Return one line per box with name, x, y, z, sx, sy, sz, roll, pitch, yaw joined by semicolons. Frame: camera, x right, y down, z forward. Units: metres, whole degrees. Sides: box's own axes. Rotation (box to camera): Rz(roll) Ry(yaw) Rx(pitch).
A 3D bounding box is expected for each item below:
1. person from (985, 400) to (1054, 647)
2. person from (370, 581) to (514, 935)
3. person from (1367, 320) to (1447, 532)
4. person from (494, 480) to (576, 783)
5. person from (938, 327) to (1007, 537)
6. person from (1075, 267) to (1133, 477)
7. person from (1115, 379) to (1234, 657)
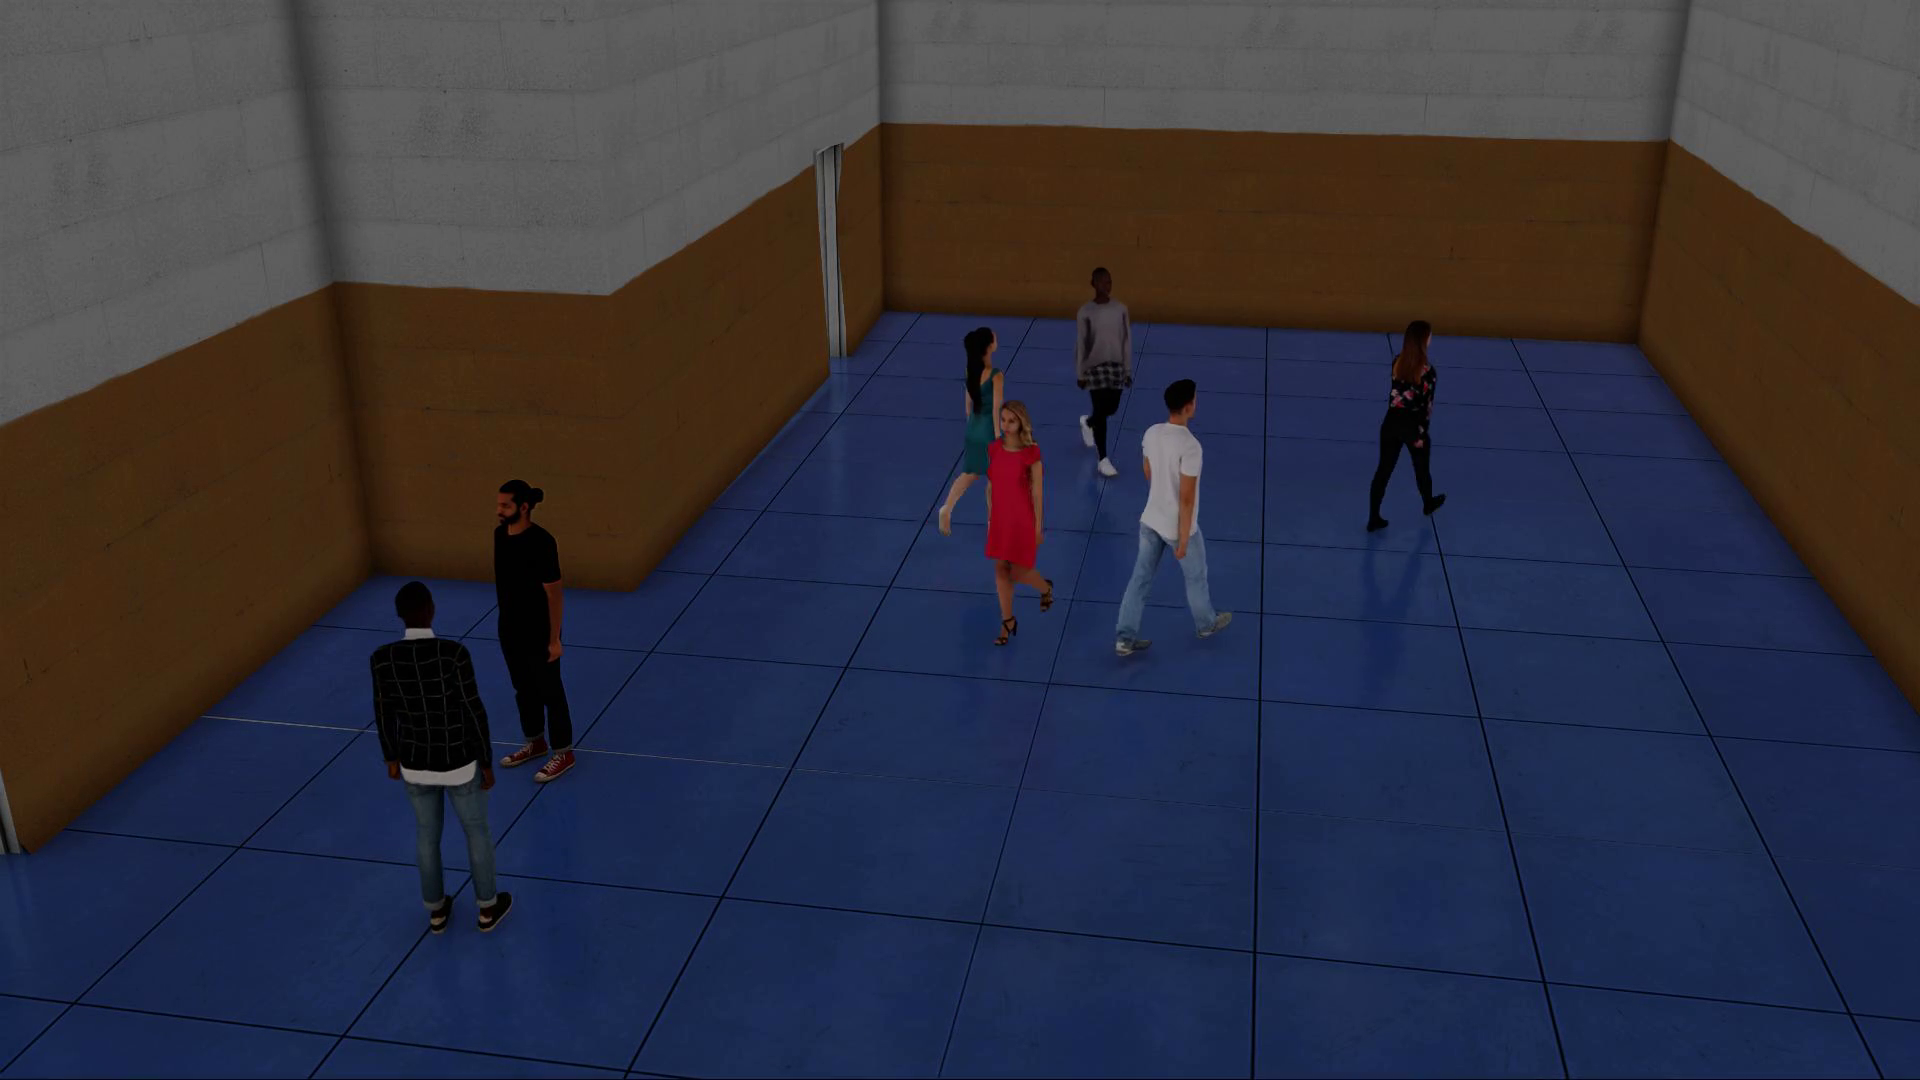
person;0.420;-0.133;10.944;0.869;1.709;0.855;17;28;37
person;-2.473;1.055;7.839;0.599;1.819;0.795;0;22;0
person;3.371;-0.838;12.791;1.037;1.639;1.050;-19;29;-39
person;-2.406;0.492;9.323;0.651;1.758;0.776;15;26;33
person;0.125;-0.767;12.585;0.970;1.661;0.992;-20;29;-41
person;1.197;-1.468;14.208;1.108;1.753;1.020;-7;23;-17
person;1.276;-0.080;10.682;1.213;1.805;1.193;-16;27;-35
